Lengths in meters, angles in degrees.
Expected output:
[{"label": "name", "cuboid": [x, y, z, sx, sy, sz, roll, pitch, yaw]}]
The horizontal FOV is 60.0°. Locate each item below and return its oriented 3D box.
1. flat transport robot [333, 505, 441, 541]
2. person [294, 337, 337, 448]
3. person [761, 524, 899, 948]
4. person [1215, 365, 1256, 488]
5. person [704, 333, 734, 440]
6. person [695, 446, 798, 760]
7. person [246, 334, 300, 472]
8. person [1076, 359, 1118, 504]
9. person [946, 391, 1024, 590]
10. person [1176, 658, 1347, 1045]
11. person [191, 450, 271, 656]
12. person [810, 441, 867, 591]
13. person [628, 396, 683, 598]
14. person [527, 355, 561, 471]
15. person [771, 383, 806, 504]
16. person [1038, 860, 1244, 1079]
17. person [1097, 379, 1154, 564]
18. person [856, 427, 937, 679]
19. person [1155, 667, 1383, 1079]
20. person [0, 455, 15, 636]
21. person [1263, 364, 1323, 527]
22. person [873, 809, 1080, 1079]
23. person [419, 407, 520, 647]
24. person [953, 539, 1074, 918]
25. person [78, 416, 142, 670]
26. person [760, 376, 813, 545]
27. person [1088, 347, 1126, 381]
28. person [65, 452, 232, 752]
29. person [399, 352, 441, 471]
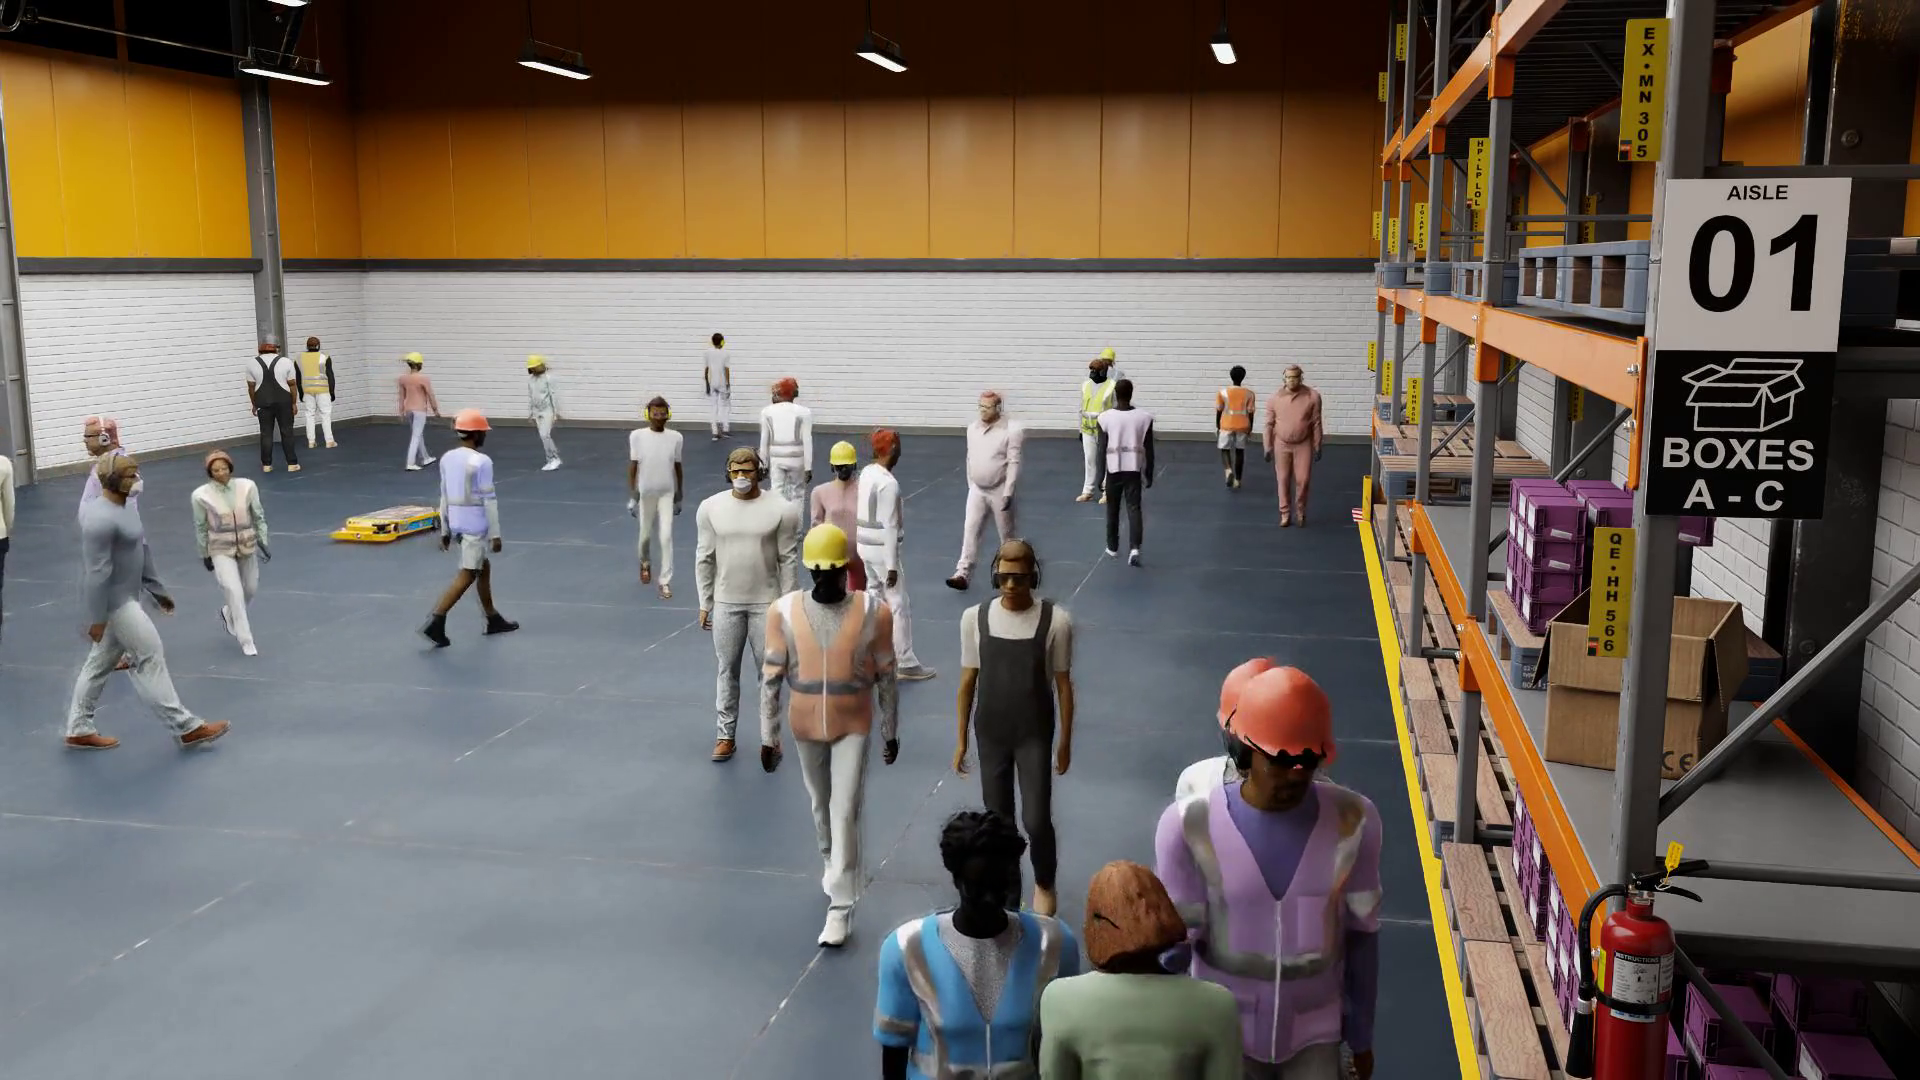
[{"label": "flat transport robot", "cuboid": [-6.350, -0.201, 18.745, 0.652, 0.197, 1.431, 3, 10, 15]}, {"label": "person", "cuboid": [-10.639, -2.437, 27.516, 0.619, 1.839, 0.430, 0, 9, -1]}, {"label": "person", "cuboid": [-0.601, 0.839, 7.690, 0.611, 1.872, 0.992, 1, 10, 8]}, {"label": "person", "cuboid": [3.700, -1.502, 22.325, 0.537, 1.681, 0.598, 1, 9, 3]}, {"label": "person", "cuboid": [-4.158, -2.666, 28.845, 0.548, 1.845, 0.715, 3, 10, 17]}, {"label": "person", "cuboid": [-1.300, 0.389, 10.180, 0.630, 1.940, 0.372, 0, 9, -2]}, {"label": "person", "cuboid": [-10.046, -2.019, 24.378, 0.674, 2.000, 0.535, -2, 10, -10]}, {"label": "person", "cuboid": [1.765, -1.378, 21.124, 0.624, 1.841, 0.430, 7, 12, 37]}, {"label": "person", "cuboid": [0.248, -0.444, 15.421, 0.645, 1.858, 0.977, 6, 11, 31]}, {"label": "person", "cuboid": [0.922, 1.264, 5.065, 0.562, 1.893, 0.991, 4, 10, 24]}, {"label": "person", "cuboid": [-5.739, 0.075, 13.045, 0.525, 1.607, 0.718, -9, 13, -42]}, {"label": "person", "cuboid": [-0.843, 0.114, 12.485, 0.545, 1.714, 0.905, -1, 10, -8]}, {"label": "person", "cuboid": [-2.819, -0.420, 15.380, 0.533, 1.841, 0.826, -3, 10, -16]}, {"label": "person", "cuboid": [-6.130, -1.864, 24.422, 0.518, 1.702, 0.453, 6, 11, 32]}, {"label": "person", "cuboid": [-2.119, -1.067, 19.879, 0.372, 1.621, 0.529, -2, 10, -11]}, {"label": "person", "cuboid": [0.457, 1.581, 4.061, 0.549, 1.583, 0.856, 1, 9, 4]}, {"label": "person", "cuboid": [1.696, -0.709, 16.996, 0.606, 1.880, 0.982, -1, 9, -4]}, {"label": "person", "cuboid": [-0.606, 0.104, 12.109, 0.756, 1.864, 0.602, -4, 10, -22]}, {"label": "person", "cuboid": [0.808, 1.307, 4.411, 0.621, 2.019, 0.474, 0, 9, 1]}, {"label": "person", "cuboid": [-7.509, -0.018, 12.658, 0.576, 1.943, 1.008, -4, 10, -24]}, {"label": "person", "cuboid": [3.816, -1.074, 19.130, 0.679, 1.888, 0.501, 3, 10, 15]}, {"label": "person", "cuboid": [0.062, 1.499, 4.228, 0.547, 1.689, 0.373, -2, 10, -10]}, {"label": "person", "cuboid": [-3.979, -0.110, 13.330, 0.556, 1.902, 0.946, 7, 12, 36]}, {"label": "person", "cuboid": [0.238, 0.894, 7.455, 0.518, 1.831, 0.412, 3, 10, 15]}, {"label": "person", "cuboid": [-6.377, 0.021, 12.496, 0.407, 1.904, 0.654, -5, 11, -30]}, {"label": "person", "cuboid": [-1.860, -0.810, 17.680, 0.584, 1.856, 0.872, 2, 10, 10]}, {"label": "person", "cuboid": [2.175, -1.949, 24.638, 0.614, 1.813, 0.701, 3, 10, 18]}, {"label": "person", "cuboid": [-5.138, 0.393, 10.325, 1.005, 1.884, 0.638, -3, 10, -17]}, {"label": "person", "cuboid": [-7.974, -1.906, 24.640, 0.533, 1.731, 0.860, 4, 10, 24]}]
